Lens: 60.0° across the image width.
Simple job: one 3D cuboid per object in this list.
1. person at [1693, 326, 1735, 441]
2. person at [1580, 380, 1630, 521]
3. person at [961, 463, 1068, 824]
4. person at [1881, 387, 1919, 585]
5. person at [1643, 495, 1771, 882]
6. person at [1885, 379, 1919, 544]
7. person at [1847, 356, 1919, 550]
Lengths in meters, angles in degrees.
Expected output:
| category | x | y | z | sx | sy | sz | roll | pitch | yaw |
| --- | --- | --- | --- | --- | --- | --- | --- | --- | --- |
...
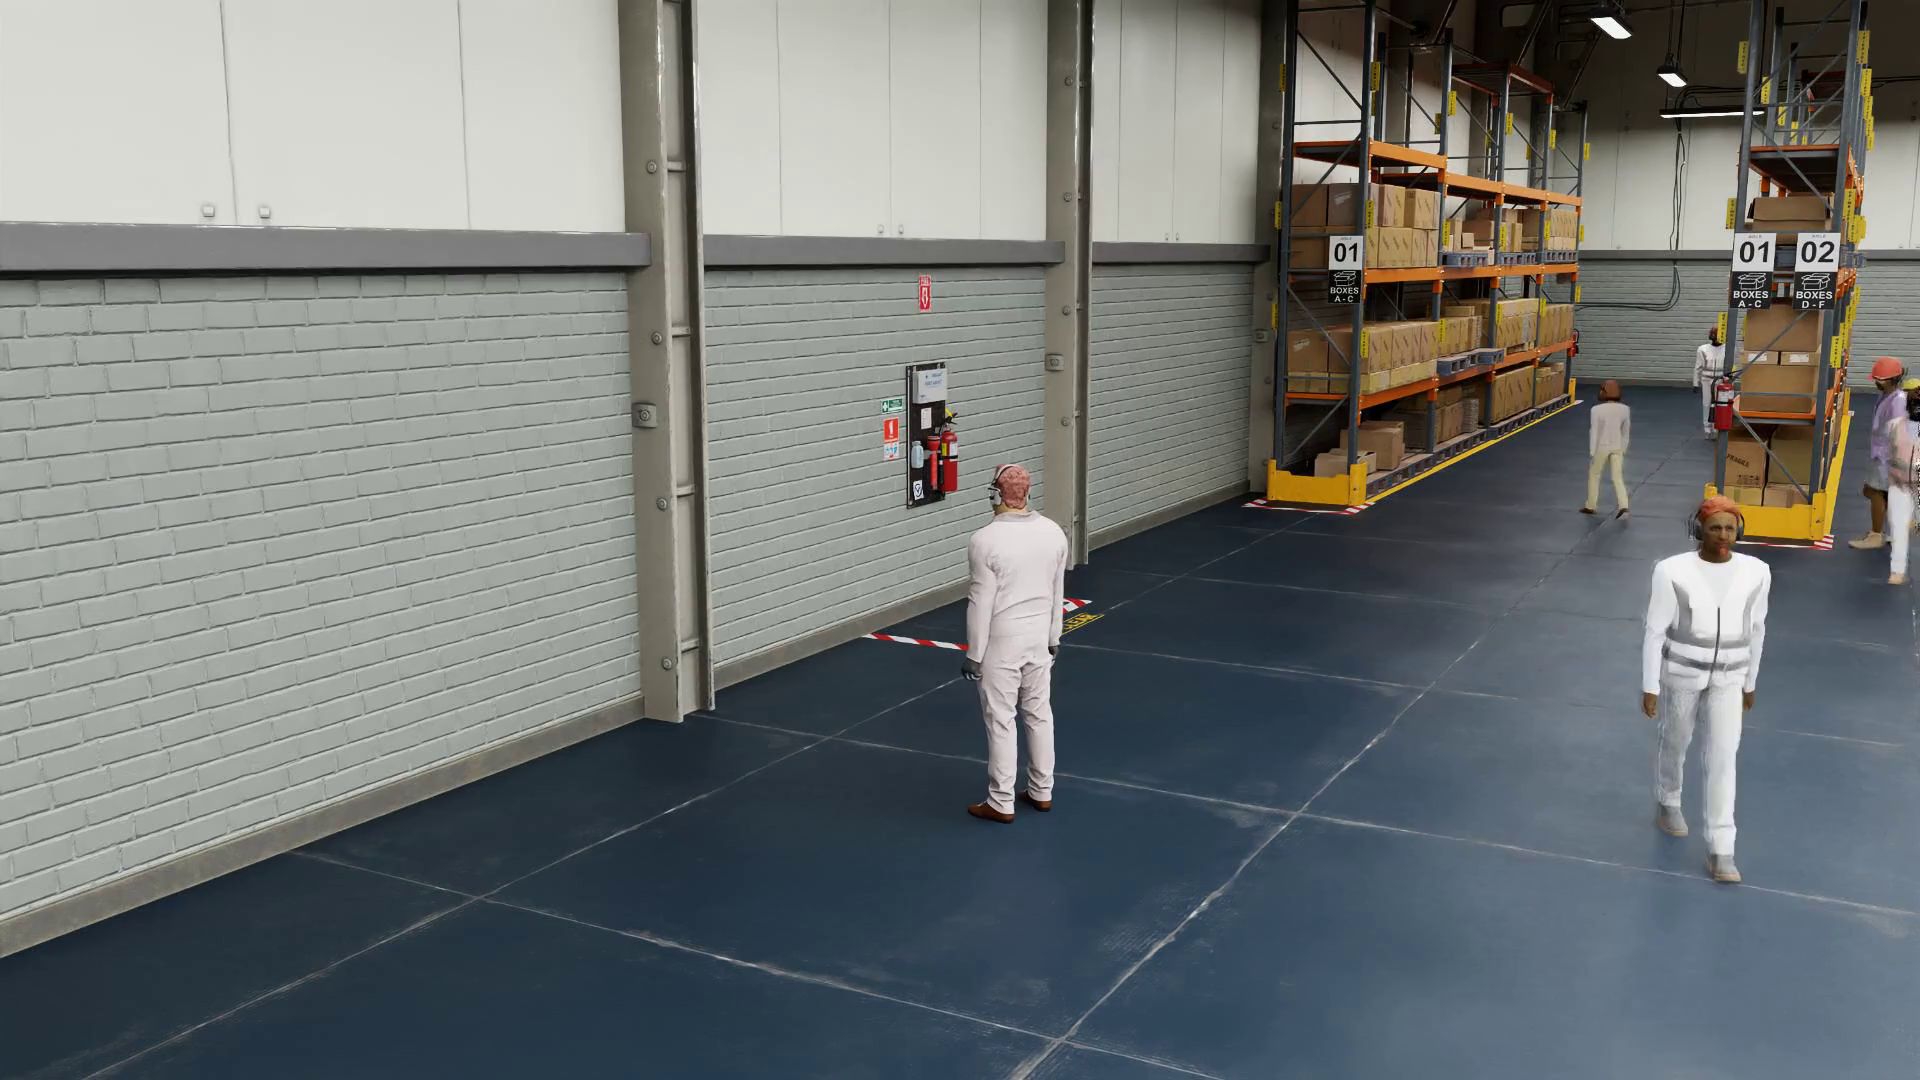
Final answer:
| category | x | y | z | sx | sy | sz | roll | pitch | yaw |
| --- | --- | --- | --- | --- | --- | --- | --- | --- | --- |
| person | 12.213 | -2.526 | 26.977 | 0.602 | 1.848 | 0.866 | 5 | 11 | 27 |
| person | 7.408 | -1.025 | 18.947 | 0.514 | 1.595 | 0.842 | -1 | 10 | -8 |
| person | 0.263 | 0.543 | 8.852 | 0.652 | 1.906 | 0.402 | -8 | 12 | -39 |
| person | 8.814 | -0.511 | 15.292 | 0.639 | 1.820 | 0.767 | 9 | 13 | 43 |
| person | 3.695 | 0.684 | 8.281 | 0.588 | 1.831 | 1.013 | 2 | 10 | 10 |
| person | 9.922 | -0.827 | 17.439 | 0.918 | 1.715 | 0.546 | -9 | 13 | -41 |
| person | 9.384 | -0.856 | 16.773 | 0.590 | 1.998 | 0.673 | 3 | 10 | 19 |
